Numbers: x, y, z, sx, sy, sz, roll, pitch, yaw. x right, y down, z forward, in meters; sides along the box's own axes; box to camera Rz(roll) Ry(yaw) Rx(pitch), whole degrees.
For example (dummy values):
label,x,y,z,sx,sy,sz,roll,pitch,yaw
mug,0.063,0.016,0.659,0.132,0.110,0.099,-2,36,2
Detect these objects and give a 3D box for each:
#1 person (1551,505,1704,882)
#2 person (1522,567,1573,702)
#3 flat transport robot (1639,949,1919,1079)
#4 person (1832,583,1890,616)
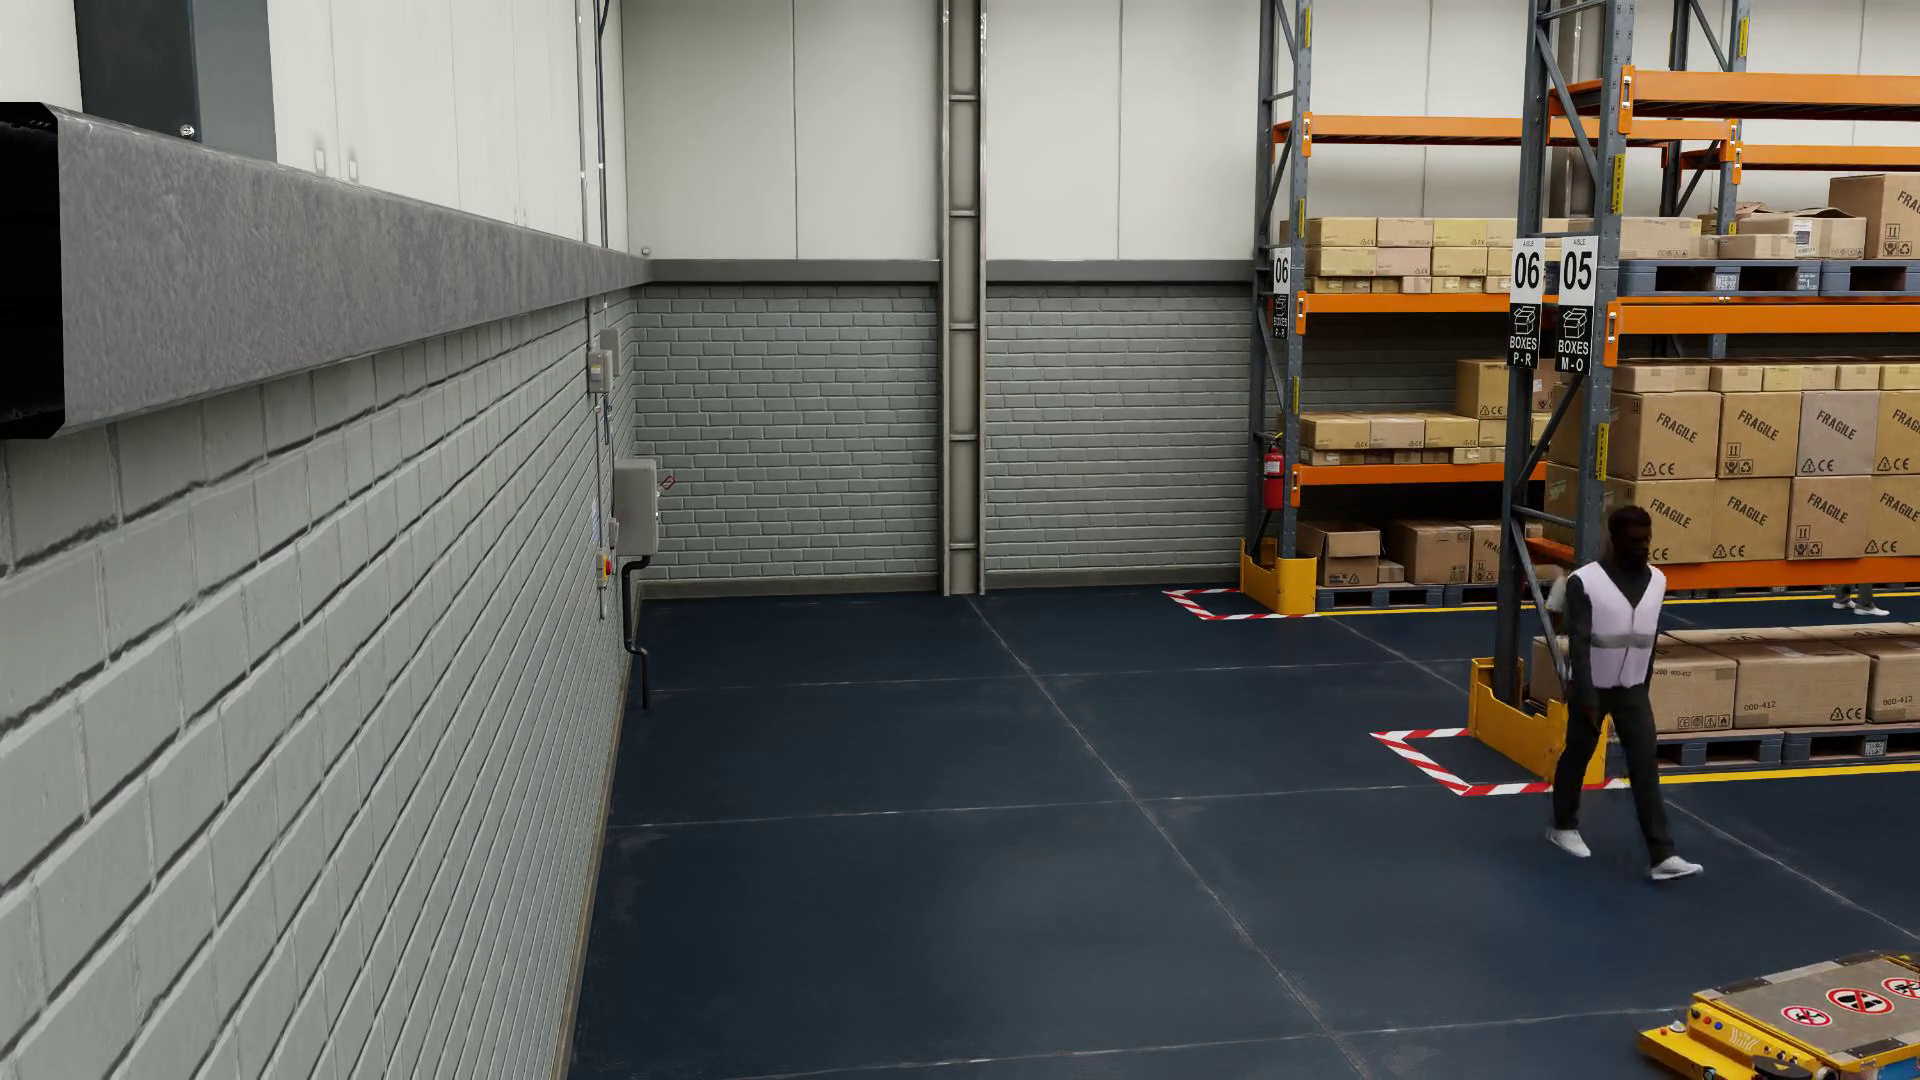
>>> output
label,x,y,z,sx,sy,sz,roll,pitch,yaw
person,3.313,0.765,8.319,0.597,1.868,1.012,-2,10,-15
person,4.414,0.213,11.643,0.971,1.899,0.557,-1,9,-8
flat transport robot,3.393,1.875,6.376,1.431,0.197,0.652,-4,10,-24
person,8.040,-0.287,14.651,0.399,1.918,0.580,-2,9,-12
